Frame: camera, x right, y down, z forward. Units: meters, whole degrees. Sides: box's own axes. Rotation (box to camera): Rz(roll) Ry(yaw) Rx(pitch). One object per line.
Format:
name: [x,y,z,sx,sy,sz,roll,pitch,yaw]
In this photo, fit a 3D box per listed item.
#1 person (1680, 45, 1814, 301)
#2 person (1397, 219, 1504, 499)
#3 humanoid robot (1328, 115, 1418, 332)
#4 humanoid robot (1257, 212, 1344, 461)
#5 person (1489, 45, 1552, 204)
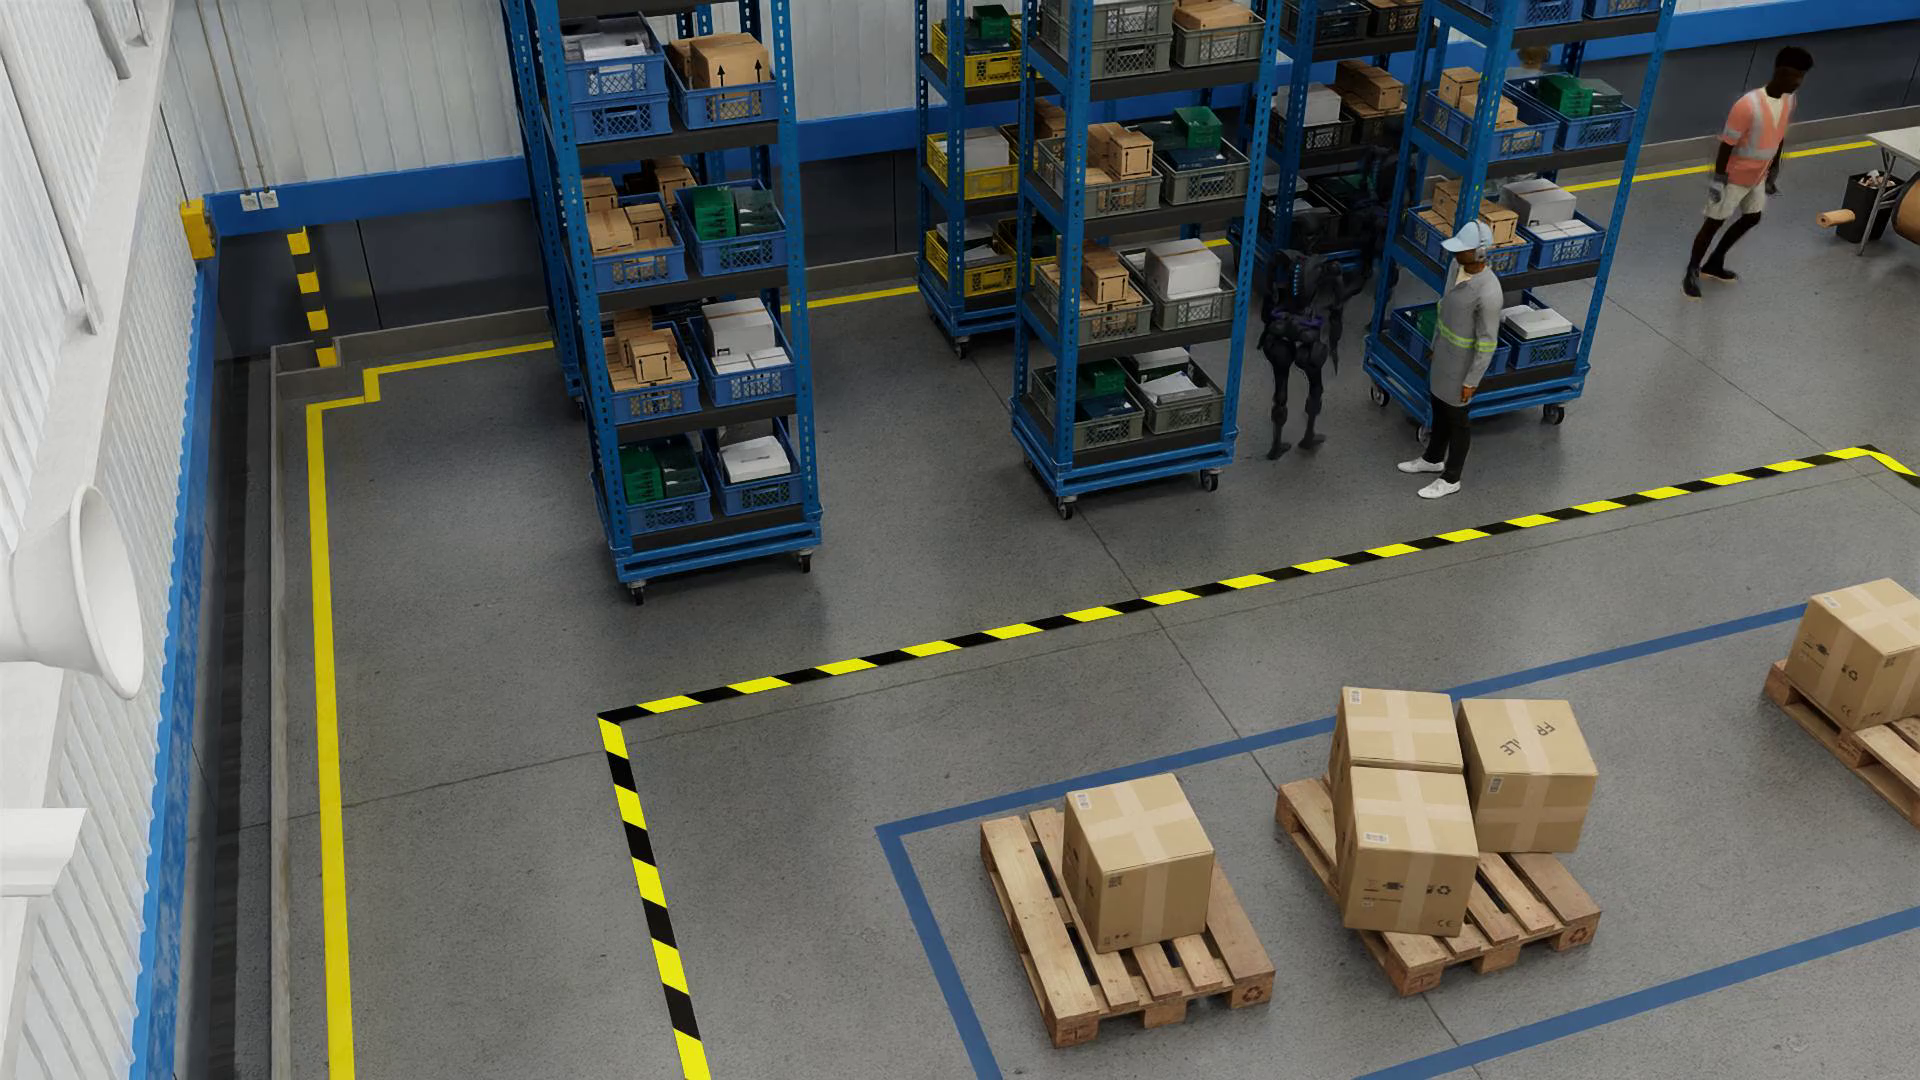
person: [5.886,-2.752,12.520,0.678,1.937,0.375,-18,39,-24]
person: [3.030,-1.112,10.259,0.396,1.850,0.597,-5,36,-8]
humanoid robot: [3.015,-2.260,12.034,0.496,1.641,0.591,-18,39,-24]
humanoid robot: [2.174,-1.295,10.675,0.585,1.645,0.436,22,41,28]
person: [4.280,-2.971,12.840,0.651,1.916,0.453,23,41,29]
